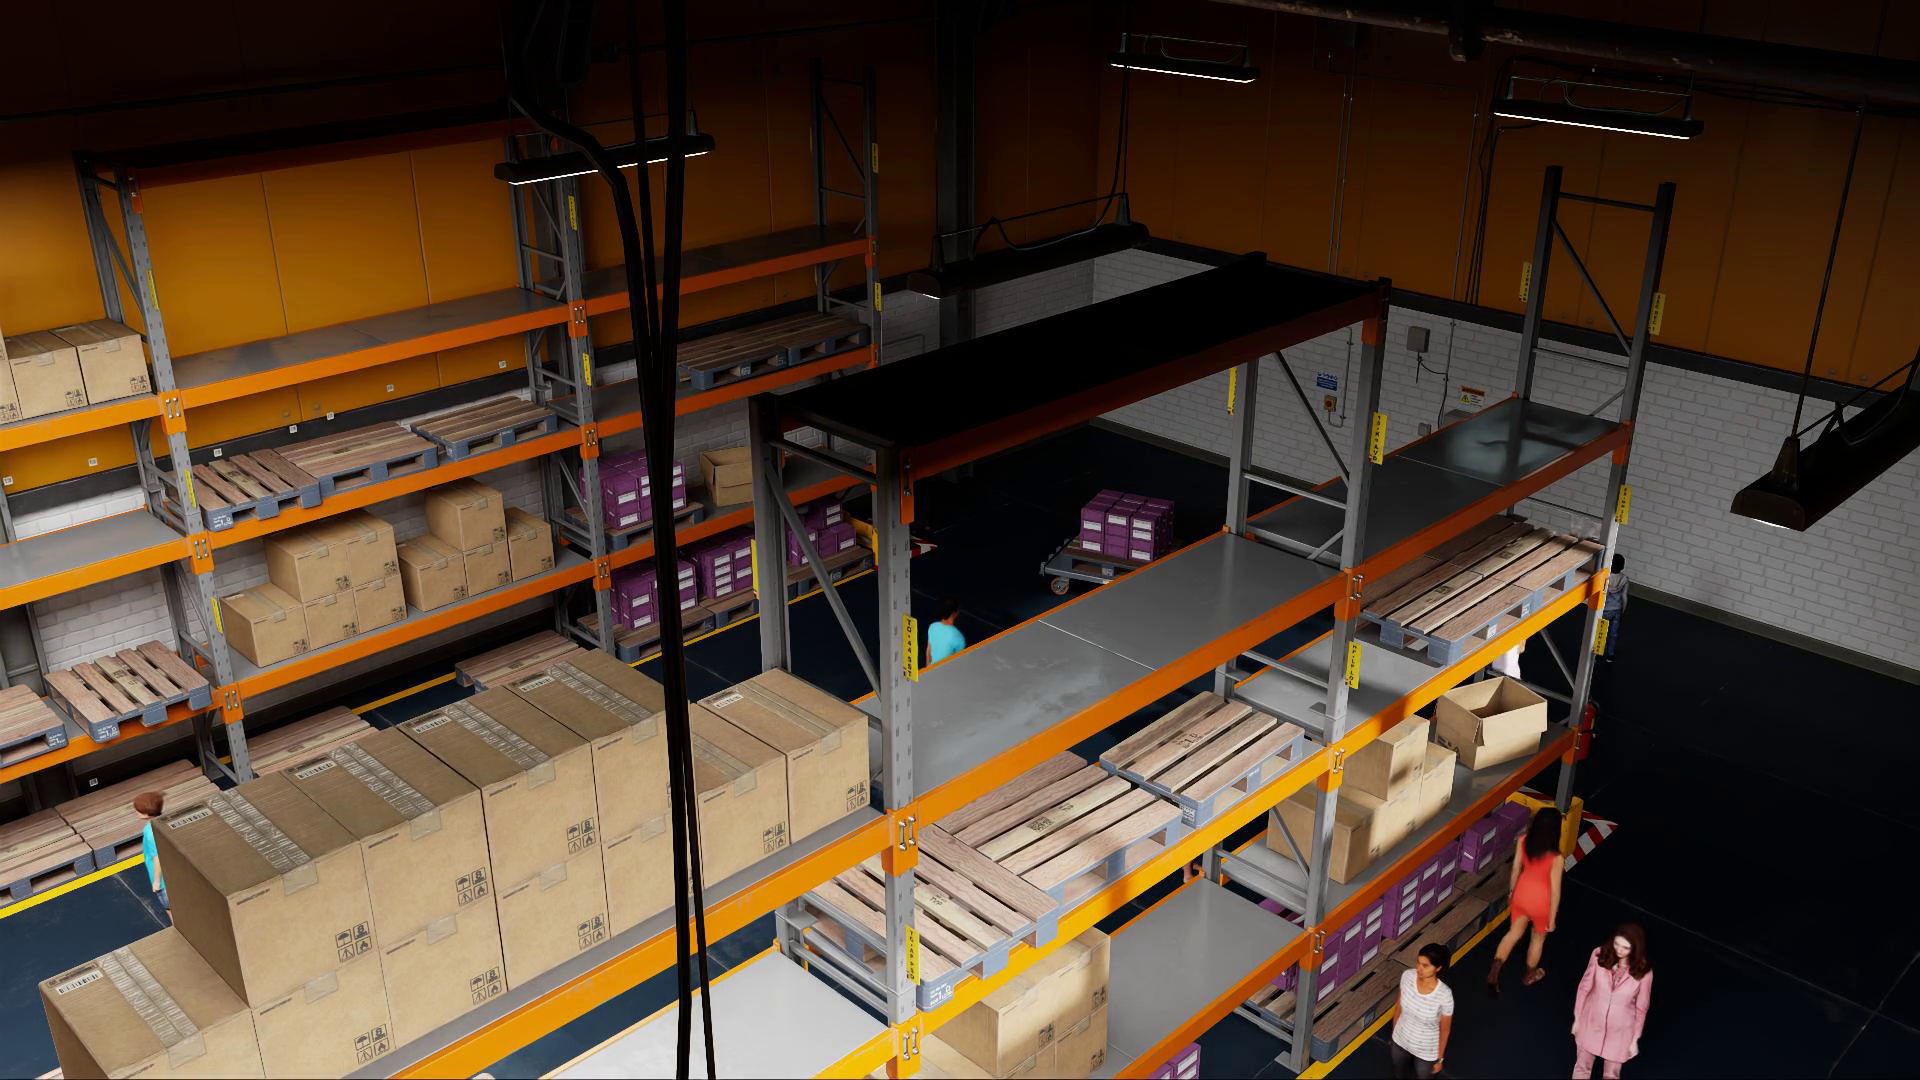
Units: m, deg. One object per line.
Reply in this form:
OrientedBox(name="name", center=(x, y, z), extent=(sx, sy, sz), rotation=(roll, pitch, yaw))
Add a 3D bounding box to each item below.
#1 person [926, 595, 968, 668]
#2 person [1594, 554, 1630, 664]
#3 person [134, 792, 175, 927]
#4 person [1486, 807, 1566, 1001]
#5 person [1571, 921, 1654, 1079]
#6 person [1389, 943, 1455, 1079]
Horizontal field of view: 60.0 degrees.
OrientedBox(name="person", center=(-0.202, 1.414, 15.994), extent=(1.211, 1.717, 0.708), rotation=(-18, 29, -35))
OrientedBox(name="person", center=(7.072, 0.735, 18.119), extent=(0.567, 1.260, 0.614), rotation=(3, 24, 8))
OrientedBox(name="person", center=(-6.428, 2.666, 13.465), extent=(0.633, 1.449, 0.593), rotation=(-3, 24, -7))
OrientedBox(name="person", center=(4.360, 2.824, 12.792), extent=(1.010, 1.699, 0.653), rotation=(-17, 29, -34))
OrientedBox(name="person", center=(4.469, 3.350, 11.461), extent=(0.647, 1.801, 0.579), rotation=(16, 28, 32))
OrientedBox(name="person", center=(3.156, 3.449, 11.427), extent=(0.545, 1.646, 0.582), rotation=(-18, 29, -35))
